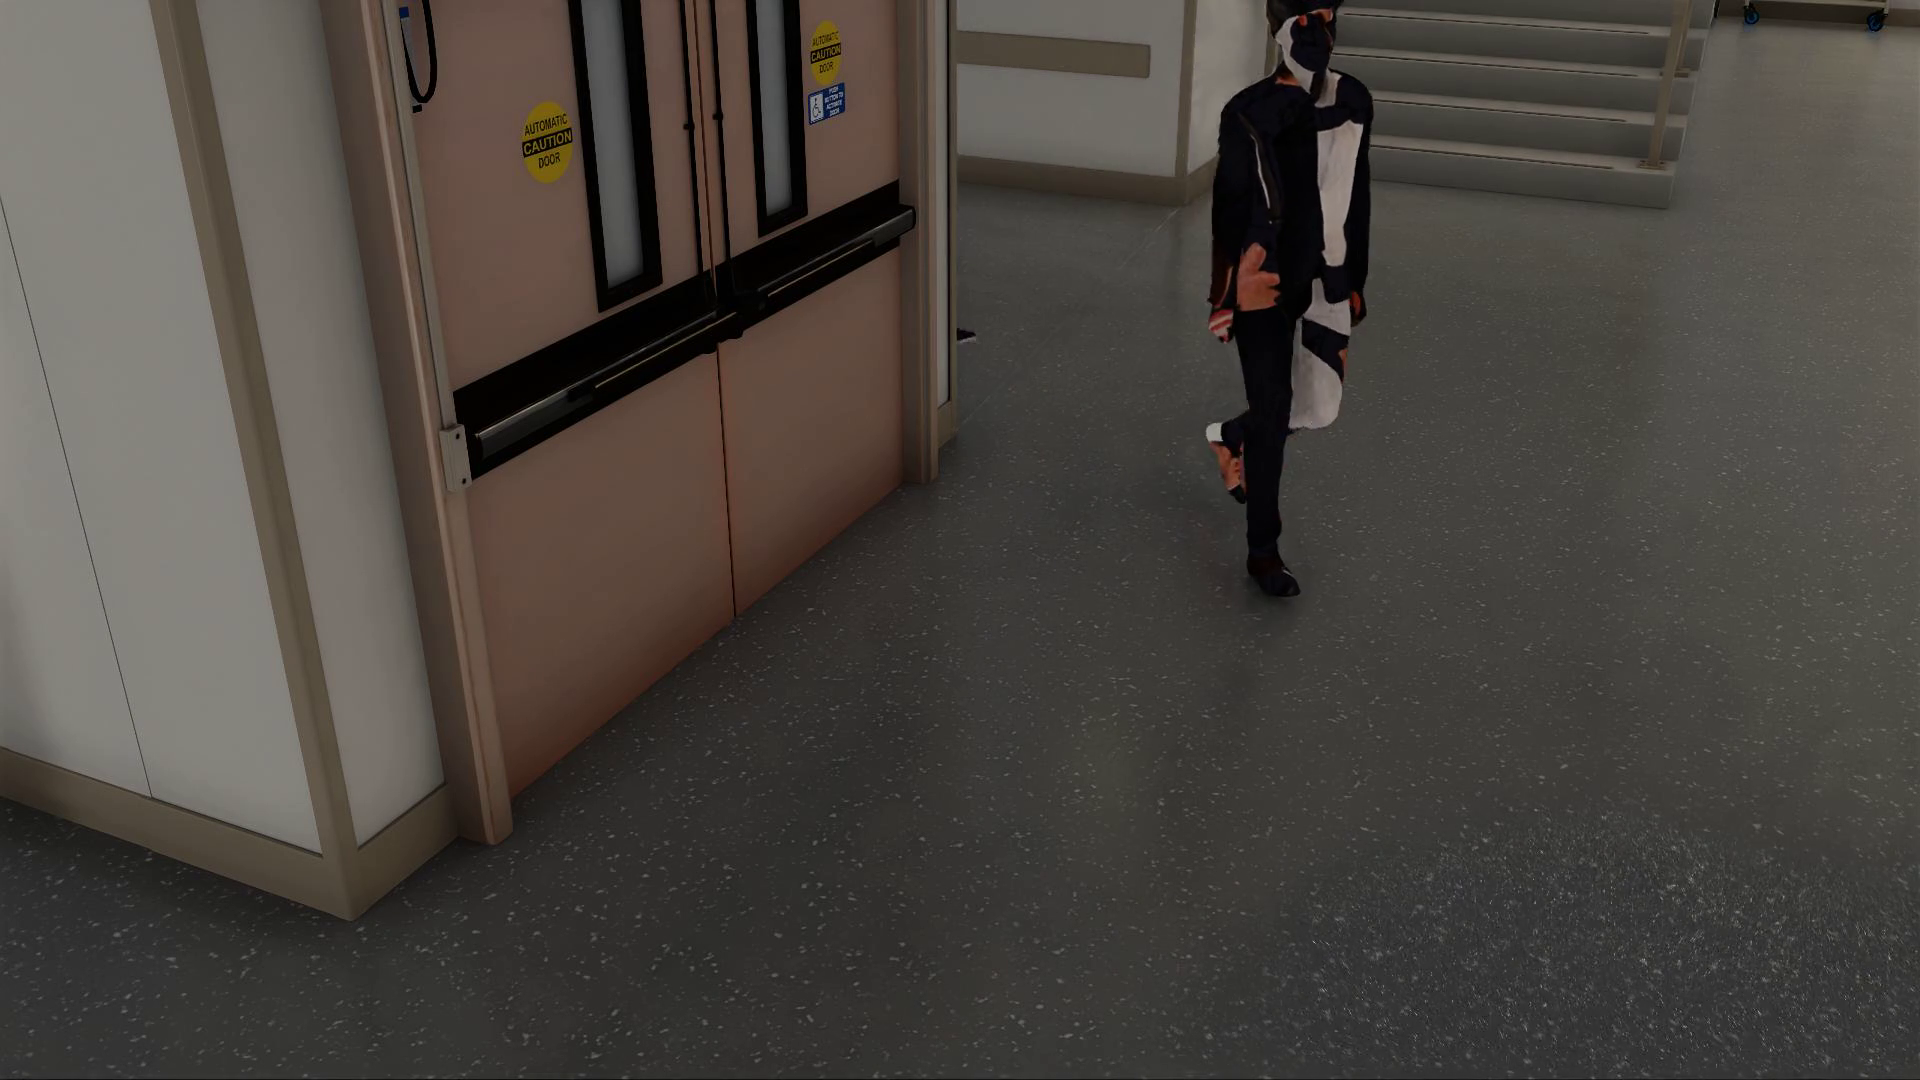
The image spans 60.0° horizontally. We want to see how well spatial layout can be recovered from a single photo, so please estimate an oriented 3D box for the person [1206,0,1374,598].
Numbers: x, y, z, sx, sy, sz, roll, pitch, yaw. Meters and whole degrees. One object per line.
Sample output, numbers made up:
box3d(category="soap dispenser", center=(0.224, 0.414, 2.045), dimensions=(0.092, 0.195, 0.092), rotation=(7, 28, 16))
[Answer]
box3d(category="person", center=(0.986, -0.795, 5.192), dimensions=(1.051, 1.877, 1.098), rotation=(-10, 27, -19))
